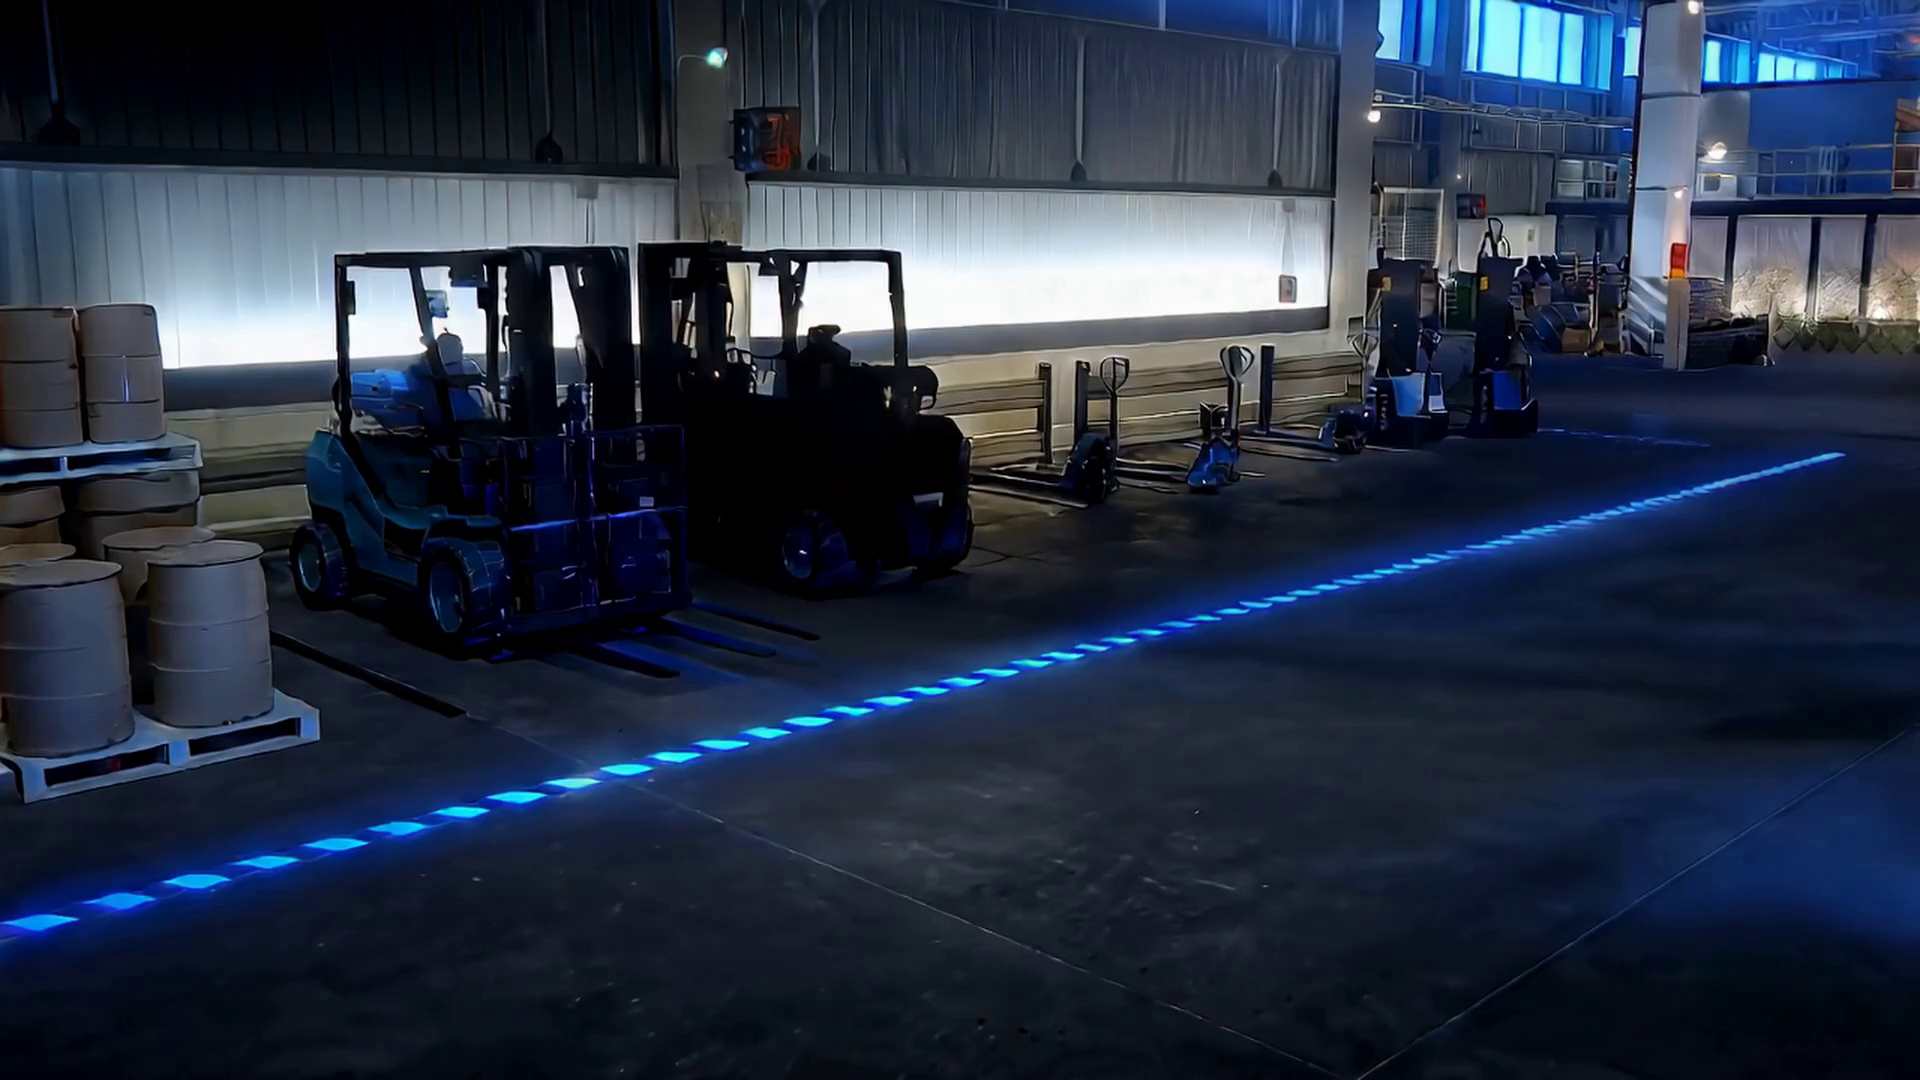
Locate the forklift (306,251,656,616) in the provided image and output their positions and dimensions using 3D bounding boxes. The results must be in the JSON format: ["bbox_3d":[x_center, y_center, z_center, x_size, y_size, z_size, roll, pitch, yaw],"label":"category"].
[{"bbox_3d":[-2.833,-0.669,9.694,1.157,1.987,2.680,-10,14,-44],"label":"forklift"}]

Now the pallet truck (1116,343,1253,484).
[{"bbox_3d":[1.962,-1.215,15.415,1.522,1.261,0.704,10,14,43],"label":"pallet truck"}]

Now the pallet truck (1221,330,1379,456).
[{"bbox_3d":[3.563,-1.581,17.381,0.653,1.274,1.630,-10,14,-44],"label":"pallet truck"}]

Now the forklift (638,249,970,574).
[{"bbox_3d":[-1.173,-0.958,11.239,2.680,1.987,1.157,10,14,43],"label":"forklift"}]

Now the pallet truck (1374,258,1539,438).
[{"bbox_3d":[5.704,-2.208,18.901,1.885,1.965,0.823,10,14,43],"label":"pallet truck"}]

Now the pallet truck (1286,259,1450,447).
[{"bbox_3d":[4.493,-2.078,18.196,0.823,1.965,1.885,-9,14,-40],"label":"pallet truck"}]

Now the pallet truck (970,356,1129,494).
[{"bbox_3d":[0.784,-1.085,14.876,0.680,1.201,1.601,-10,14,-44],"label":"pallet truck"}]
